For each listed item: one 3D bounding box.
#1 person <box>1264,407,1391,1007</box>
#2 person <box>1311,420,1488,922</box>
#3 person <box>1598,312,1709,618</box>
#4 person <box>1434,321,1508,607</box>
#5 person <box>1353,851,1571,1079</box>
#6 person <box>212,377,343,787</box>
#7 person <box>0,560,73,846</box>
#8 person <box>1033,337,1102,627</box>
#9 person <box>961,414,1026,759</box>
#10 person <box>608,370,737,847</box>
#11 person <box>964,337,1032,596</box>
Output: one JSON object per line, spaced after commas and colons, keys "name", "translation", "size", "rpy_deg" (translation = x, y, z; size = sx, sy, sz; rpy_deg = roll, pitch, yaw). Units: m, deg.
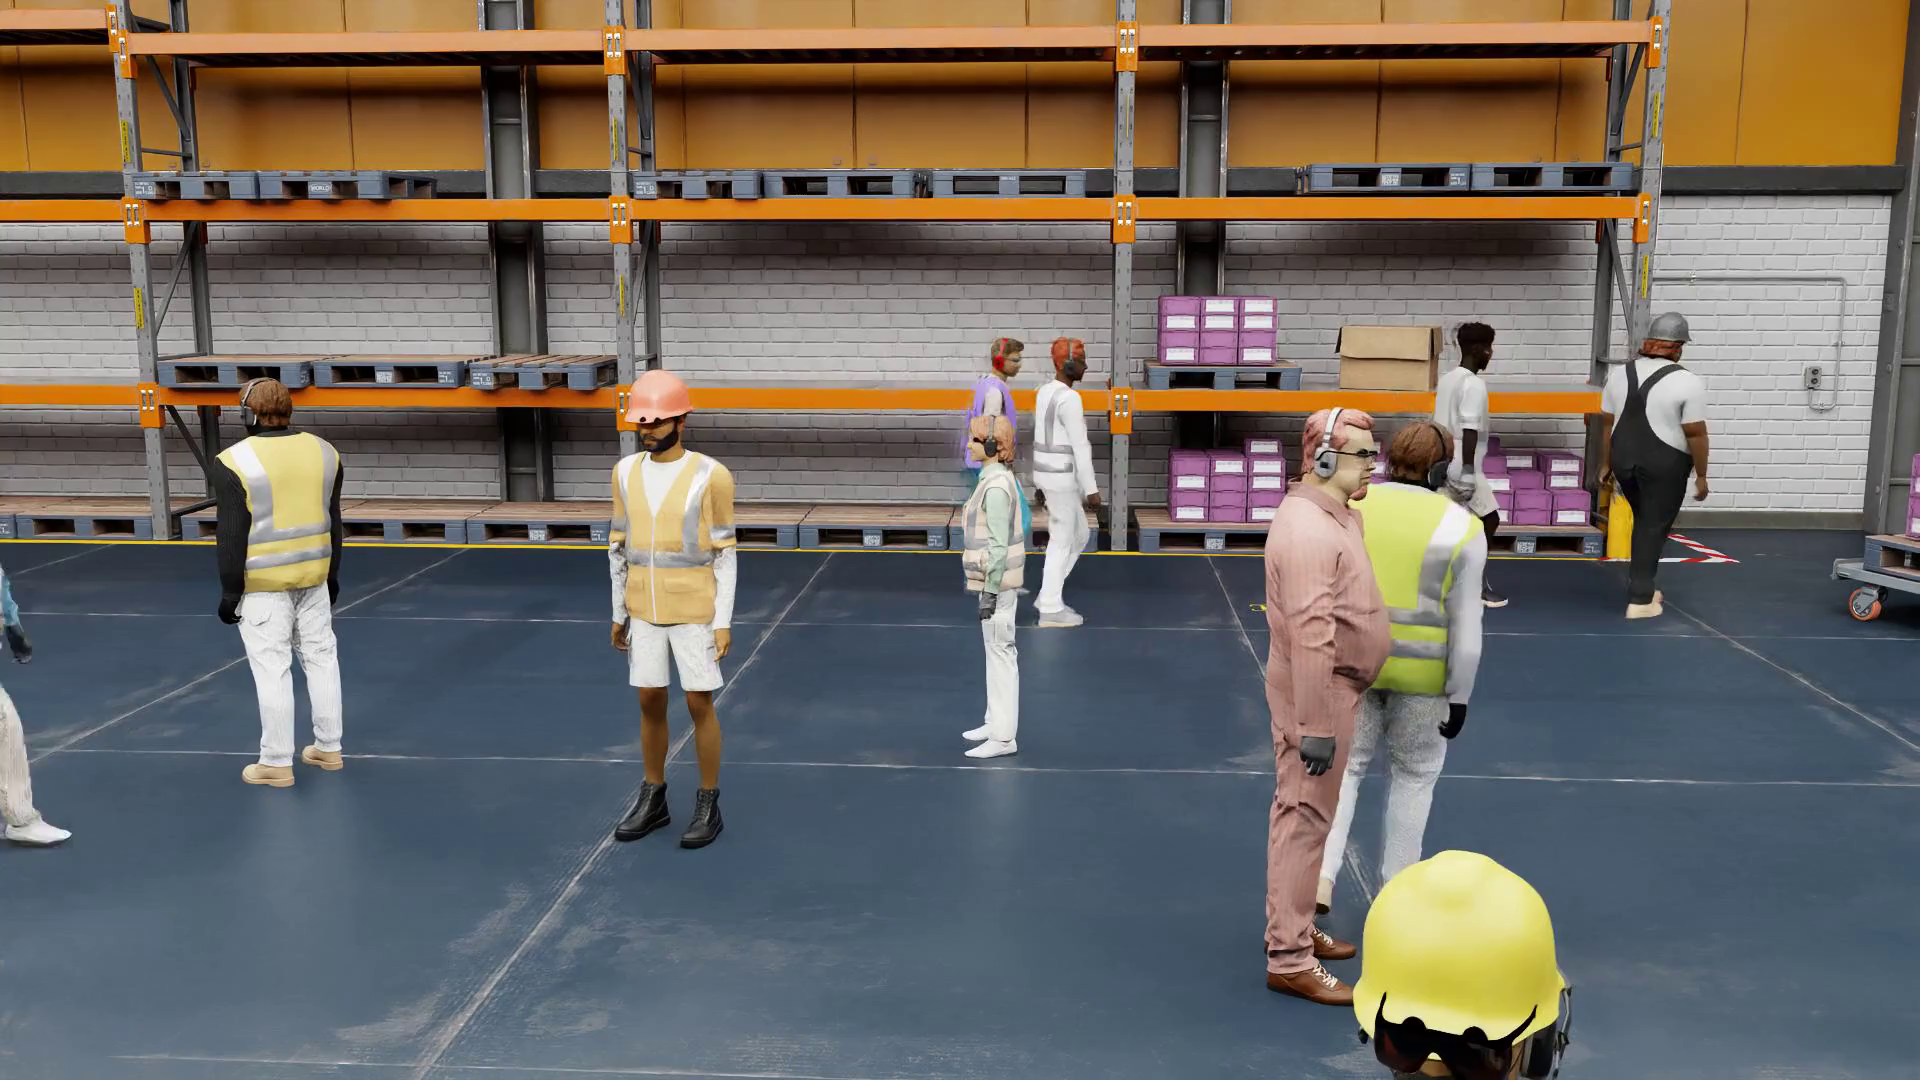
{"name": "person", "translation": [1.180, 0.521, 5.391], "size": [0.403, 1.904, 0.651], "rpy_deg": [2, 10, 12]}
{"name": "person", "translation": [1.489, 0.493, 5.850], "size": [0.644, 1.813, 0.645], "rpy_deg": [6, 11, 31]}
{"name": "person", "translation": [4.677, -0.509, 11.021], "size": [0.728, 2.000, 0.713], "rpy_deg": [-6, 11, -29]}
{"name": "person", "translation": [3.459, -0.498, 11.247], "size": [0.720, 1.937, 0.647], "rpy_deg": [-1, 10, -7]}
{"name": "person", "translation": [0.524, 1.193, 1.859], "size": [0.525, 1.769, 0.314], "rpy_deg": [4, 11, 23]}
{"name": "person", "translation": [-3.083, 0.187, 7.527], "size": [0.430, 1.843, 0.626], "rpy_deg": [6, 11, 32]}
{"name": "person", "translation": [-3.898, 0.441, 6.680], "size": [0.692, 1.608, 0.546], "rpy_deg": [-3, 10, -14]}
{"name": "person", "translation": [0.680, -0.359, 10.640], "size": [0.432, 1.865, 0.579], "rpy_deg": [-2, 10, -10]}
{"name": "person", "translation": [0.158, 0.218, 7.930], "size": [0.310, 1.642, 0.514], "rpy_deg": [0, 10, 0]}
{"name": "person", "translation": [-1.175, 0.284, 6.689], "size": [0.551, 1.932, 0.378], "rpy_deg": [3, 10, 19]}
{"name": "person", "translation": [0.309, -0.500, 11.617], "size": [0.577, 1.814, 0.595], "rpy_deg": [-1, 10, -4]}
